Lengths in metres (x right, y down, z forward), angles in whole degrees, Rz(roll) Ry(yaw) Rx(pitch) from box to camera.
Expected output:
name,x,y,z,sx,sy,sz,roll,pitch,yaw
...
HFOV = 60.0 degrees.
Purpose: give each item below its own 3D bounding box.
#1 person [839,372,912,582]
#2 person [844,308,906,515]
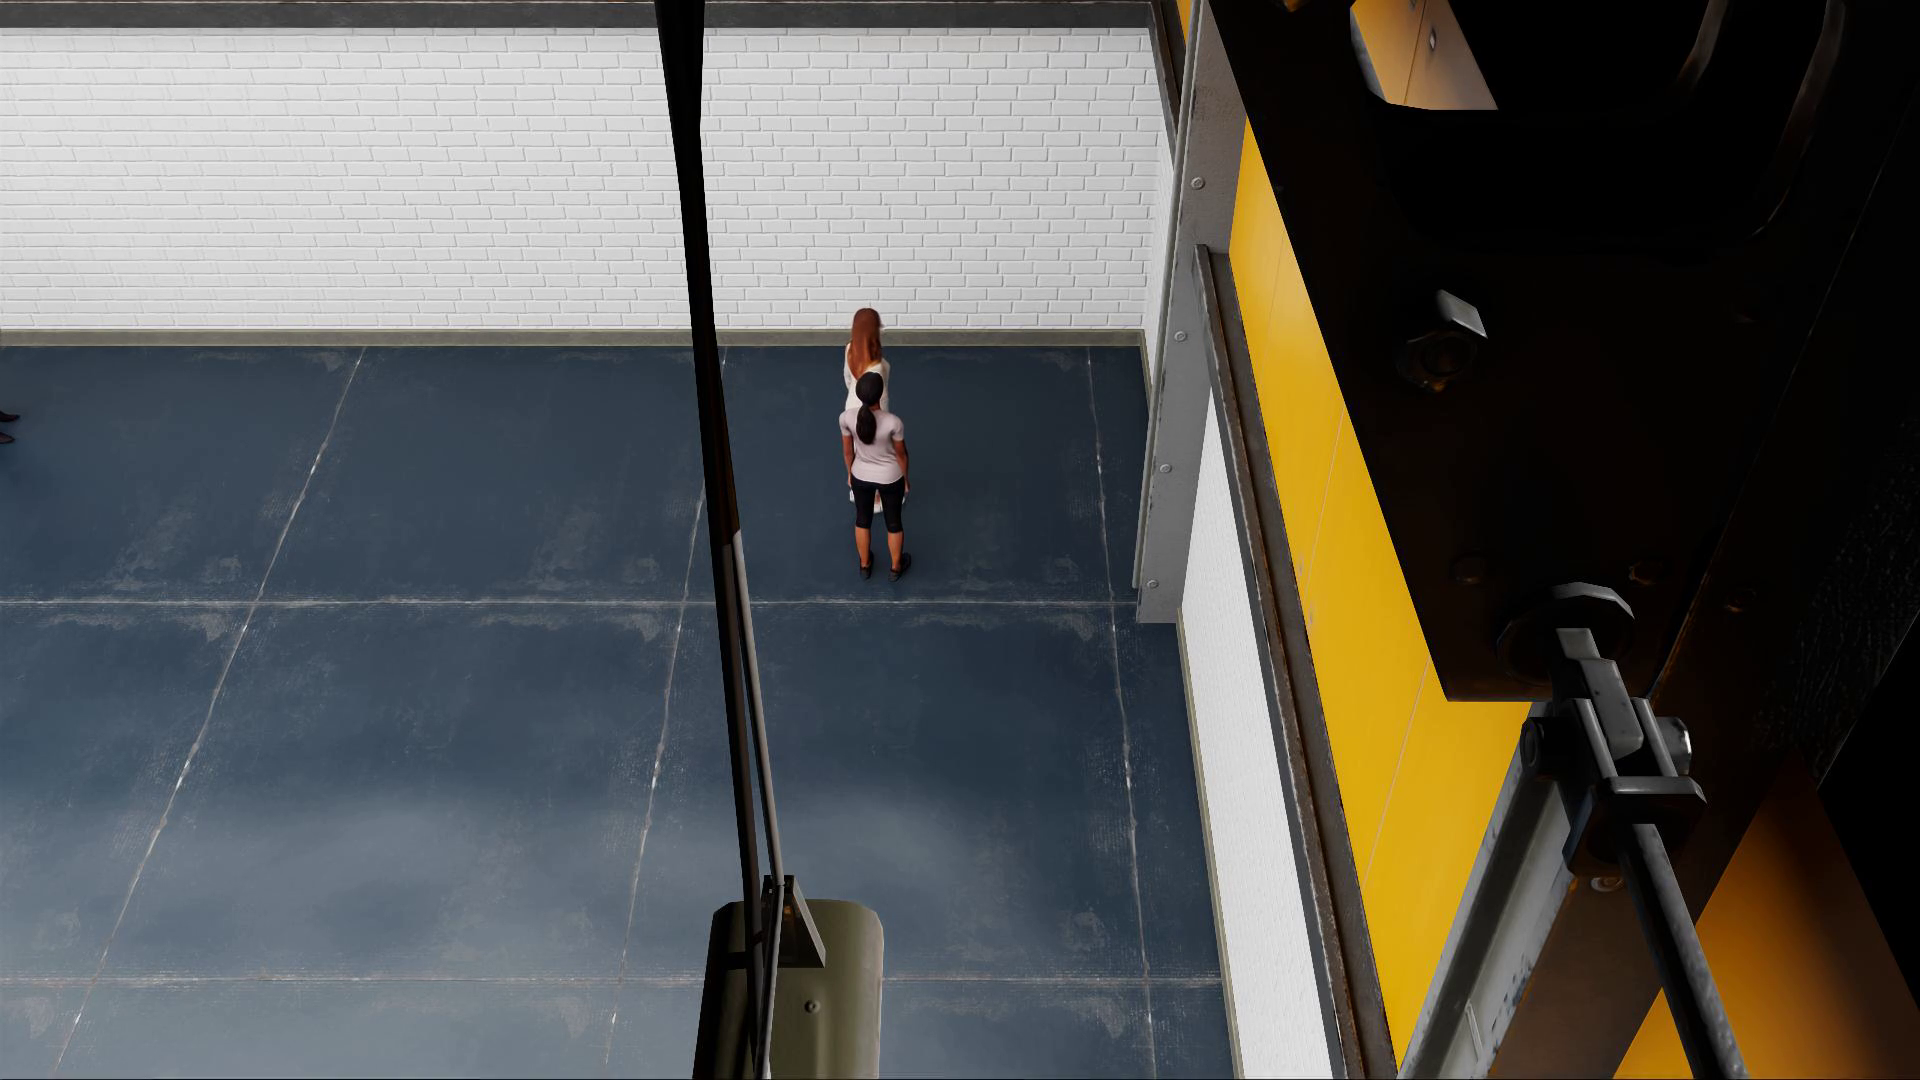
name,x,y,z,sx,sy,sz,roll,pitch,yaw
person,-0.568,-0.421,11.289,0.641,1.748,0.595,7,44,7
person,-0.667,-0.910,11.829,0.748,1.709,0.660,-27,50,-25
